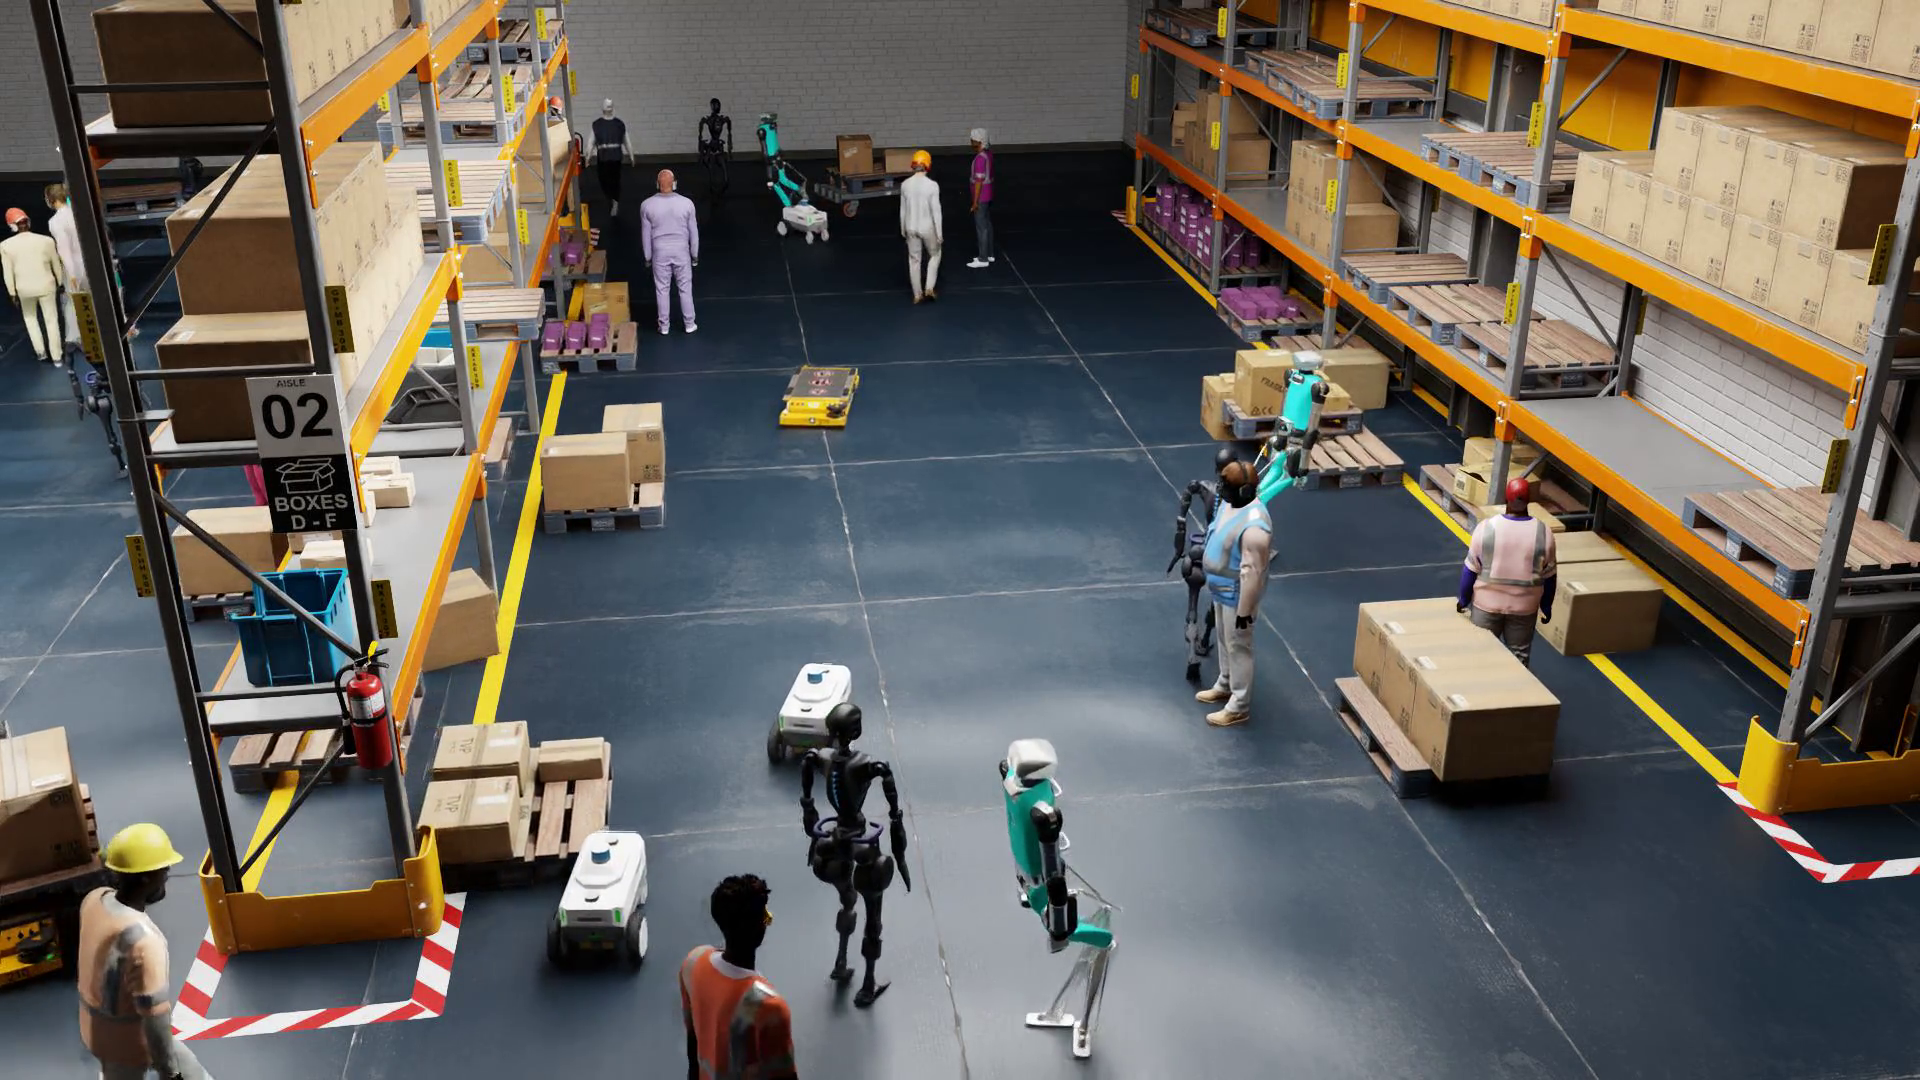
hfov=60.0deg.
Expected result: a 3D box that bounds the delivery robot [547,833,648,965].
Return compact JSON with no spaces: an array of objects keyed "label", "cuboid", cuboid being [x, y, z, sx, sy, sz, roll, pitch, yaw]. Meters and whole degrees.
[{"label":"delivery robot","cuboid":[-1.918,1.922,8.963,0.499,0.611,0.814,0,24,0]}]

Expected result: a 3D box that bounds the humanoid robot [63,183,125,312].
[{"label":"humanoid robot","cuboid":[-10.114,-3.380,19.590,0.530,1.794,0.815,-1,24,-3]}]

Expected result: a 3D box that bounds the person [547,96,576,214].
[{"label":"person","cuboid":[-6.003,-5.760,24.951,0.571,1.749,0.339,1,24,3]}]

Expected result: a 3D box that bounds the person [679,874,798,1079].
[{"label":"person","cuboid":[-0.893,2.207,6.607,0.967,1.914,0.599,-16,28,-32]}]

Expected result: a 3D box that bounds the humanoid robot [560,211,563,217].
[{"label":"humanoid robot","cuboid":[-5.985,-5.276,23.992,0.829,1.885,0.542,1,24,2]}]

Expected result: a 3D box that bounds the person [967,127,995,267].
[{"label":"person","cuboid":[0.286,-4.564,22.122,0.315,1.841,0.520,6,24,14]}]

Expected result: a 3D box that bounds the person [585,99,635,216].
[{"label":"person","cuboid":[-5.202,-5.677,24.791,0.760,1.738,0.614,-11,26,-24]}]

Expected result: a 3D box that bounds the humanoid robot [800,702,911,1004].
[{"label":"humanoid robot","cuboid":[-0.521,1.559,8.369,0.587,1.646,0.342,8,25,18]}]

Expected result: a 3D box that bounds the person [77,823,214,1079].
[{"label":"person","cuboid":[-3.512,2.074,7.027,1.136,1.830,0.599,-21,32,-40]}]

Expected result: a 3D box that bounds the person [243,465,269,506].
[{"label":"person","cuboid":[-5.852,-0.768,13.723,0.499,1.636,0.287,21,31,39]}]

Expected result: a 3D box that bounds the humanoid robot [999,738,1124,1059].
[{"label":"humanoid robot","cuboid":[0.575,1.685,7.957,0.784,1.729,0.550,-8,25,-18]}]

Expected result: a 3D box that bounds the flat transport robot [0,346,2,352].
[{"label":"flat transport robot","cuboid":[-11.222,-1.935,18.087,0.659,0.231,1.431,4,24,10]}]

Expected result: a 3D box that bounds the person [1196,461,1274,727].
[{"label":"person","cuboid":[1.802,0.345,10.948,0.429,1.839,0.625,-2,24,-5]}]

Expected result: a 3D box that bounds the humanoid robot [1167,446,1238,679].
[{"label":"humanoid robot","cuboid":[1.744,0.162,11.628,0.611,1.647,0.724,7,25,15]}]

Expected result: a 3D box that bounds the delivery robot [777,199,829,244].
[{"label":"delivery robot","cuboid":[-2.221,-4.544,23.698,0.499,0.614,0.803,-19,30,-37]}]

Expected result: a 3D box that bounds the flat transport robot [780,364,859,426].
[{"label":"flat transport robot","cuboid":[-1.430,-1.491,17.075,0.659,0.231,1.431,1,24,2]}]

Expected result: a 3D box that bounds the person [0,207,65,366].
[{"label":"person","cuboid":[-10.101,-2.779,18.180,0.583,1.728,0.574,-14,27,-29]}]

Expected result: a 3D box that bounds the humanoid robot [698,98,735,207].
[{"label":"humanoid robot","cuboid":[-3.745,-5.918,25.409,0.588,1.637,0.347,-13,27,-28]}]

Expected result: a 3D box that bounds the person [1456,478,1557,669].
[{"label":"person","cuboid":[3.575,0.408,10.901,0.599,1.756,0.420,6,24,13]}]

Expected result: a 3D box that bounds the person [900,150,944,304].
[{"label":"person","cuboid":[-0.473,-3.825,20.384,0.591,1.882,0.439,8,25,18]}]

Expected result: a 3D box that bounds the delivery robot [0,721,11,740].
[{"label":"delivery robot","cuboid":[-6.199,1.293,10.337,0.499,0.564,0.737,-14,27,-28]}]

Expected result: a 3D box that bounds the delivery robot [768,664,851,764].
[{"label":"delivery robot","cuboid":[-0.936,1.117,10.775,0.499,0.592,0.771,3,24,8]}]

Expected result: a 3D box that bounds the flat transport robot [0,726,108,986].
[{"label":"flat transport robot","cuboid":[-5.349,1.998,9.127,0.659,0.231,1.431,-13,27,-27]}]

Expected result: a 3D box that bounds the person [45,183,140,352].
[{"label":"person","cuboid":[-9.803,-3.039,18.566,0.862,1.897,0.632,4,24,8]}]

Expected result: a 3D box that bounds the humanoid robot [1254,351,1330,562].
[{"label":"humanoid robot","cuboid":[2.440,-0.592,13.211,0.872,1.778,0.588,-8,25,-18]}]

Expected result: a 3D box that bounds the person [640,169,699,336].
[{"label":"person","cuboid":[-3.336,-3.310,19.183,0.651,1.906,0.412,-5,24,-11]}]

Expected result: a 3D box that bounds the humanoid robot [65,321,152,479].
[{"label":"humanoid robot","cuboid":[-7.627,-1.317,14.938,0.611,1.636,0.425,-9,25,-19]}]

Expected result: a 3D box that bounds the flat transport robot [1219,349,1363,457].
[{"label":"flat transport robot","cuboid":[3.113,-1.107,16.201,0.659,0.231,1.431,-3,24,-7]}]

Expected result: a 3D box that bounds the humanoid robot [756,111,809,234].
[{"label":"humanoid robot","cuboid":[-2.469,-5.177,23.668,0.827,1.781,0.568,6,24,14]}]

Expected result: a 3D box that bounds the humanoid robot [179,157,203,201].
[{"label":"humanoid robot","cuboid":[-10.377,-4.609,22.457,0.620,1.643,0.599,-4,24,-9]}]
